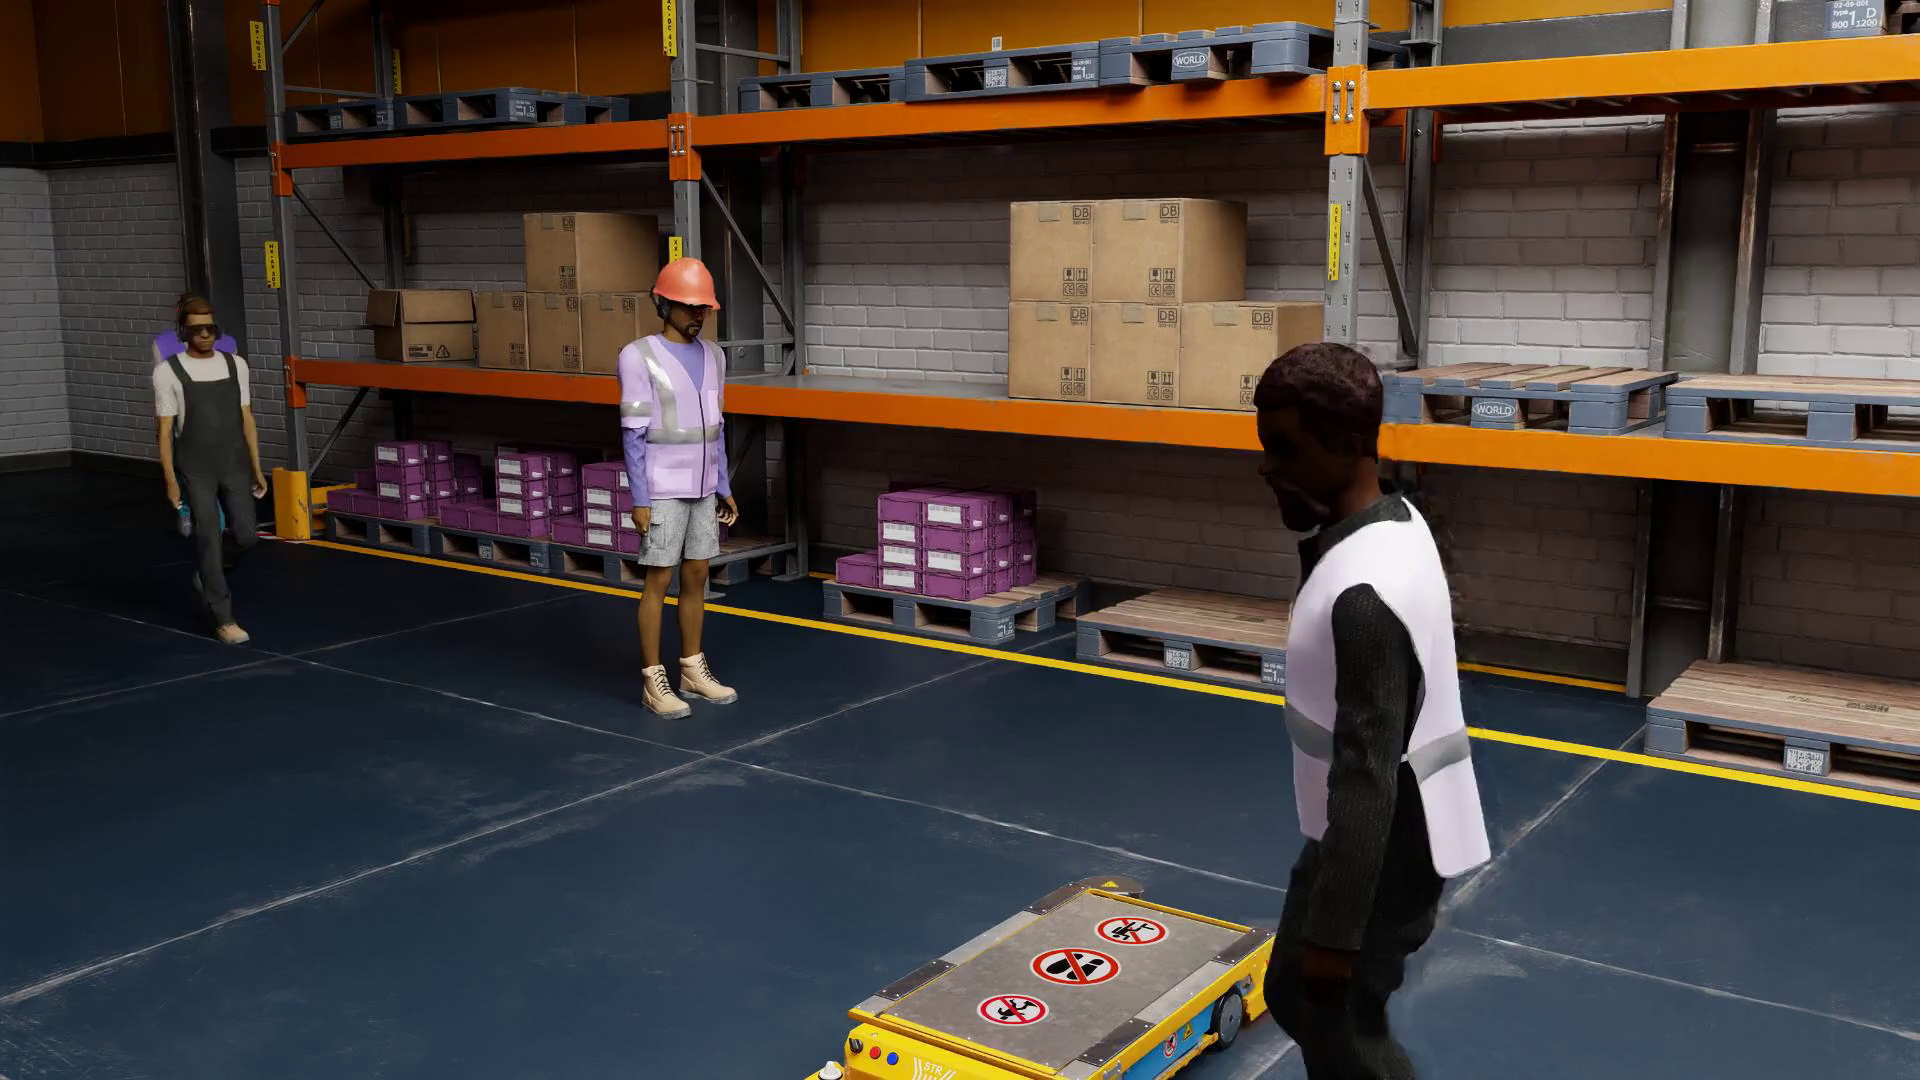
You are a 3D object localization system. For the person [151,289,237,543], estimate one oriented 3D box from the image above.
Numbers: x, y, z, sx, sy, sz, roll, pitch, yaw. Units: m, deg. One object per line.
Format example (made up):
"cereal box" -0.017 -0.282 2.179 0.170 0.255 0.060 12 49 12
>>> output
"person" -5.372 -0.851 11.721 0.578 1.828 0.620 -7 12 -35

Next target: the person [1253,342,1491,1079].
"person" 0.751 0.575 3.077 0.471 1.881 0.678 2 10 10

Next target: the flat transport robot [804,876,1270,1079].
"flat transport robot" 0.254 1.194 4.191 0.652 0.197 1.431 7 12 35

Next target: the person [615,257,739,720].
"person" -1.230 -0.233 7.443 0.388 2.036 0.605 7 12 35

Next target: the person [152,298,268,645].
"person" -4.014 -0.375 8.886 0.633 1.832 0.533 8 13 40
